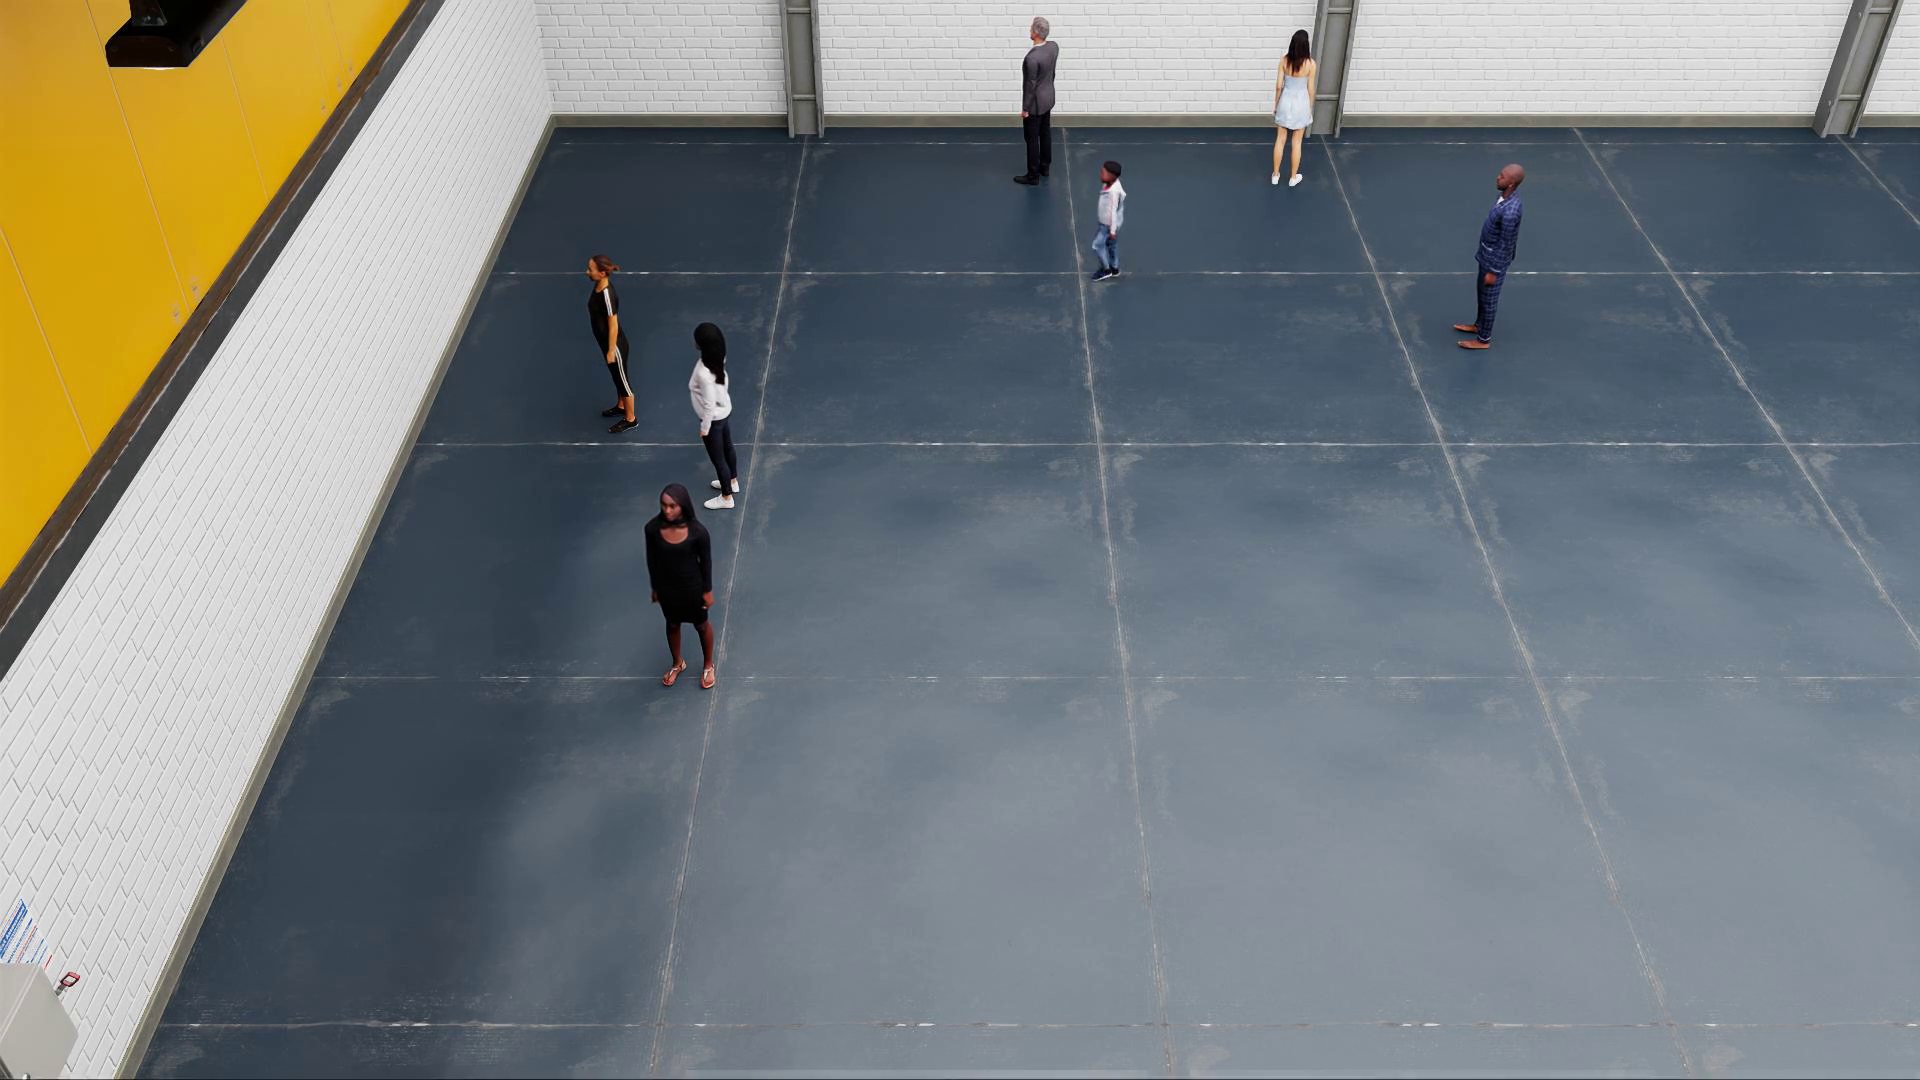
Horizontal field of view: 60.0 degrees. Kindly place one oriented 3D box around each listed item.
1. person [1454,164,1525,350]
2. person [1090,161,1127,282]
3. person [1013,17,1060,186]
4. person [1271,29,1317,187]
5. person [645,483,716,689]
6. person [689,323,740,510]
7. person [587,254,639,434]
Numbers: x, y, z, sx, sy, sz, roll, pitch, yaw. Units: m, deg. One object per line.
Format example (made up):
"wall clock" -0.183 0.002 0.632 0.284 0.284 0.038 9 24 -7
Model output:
"person" 4.914 -2.616 15.284 0.622 1.819 0.683 4 39 5
"person" 1.543 -3.145 16.405 0.529 1.248 0.513 1 39 2
"person" 0.837 -4.750 17.938 0.803 1.842 0.802 21 43 24
"person" 3.584 -4.655 17.910 0.577 1.730 0.713 13 40 16
"person" -1.946 0.323 11.684 0.503 1.719 0.705 6 39 7
"person" -1.964 -1.010 13.368 0.588 1.700 0.641 4 39 5
"person" -2.987 -1.710 14.271 0.648 1.669 0.654 -14 41 -17
